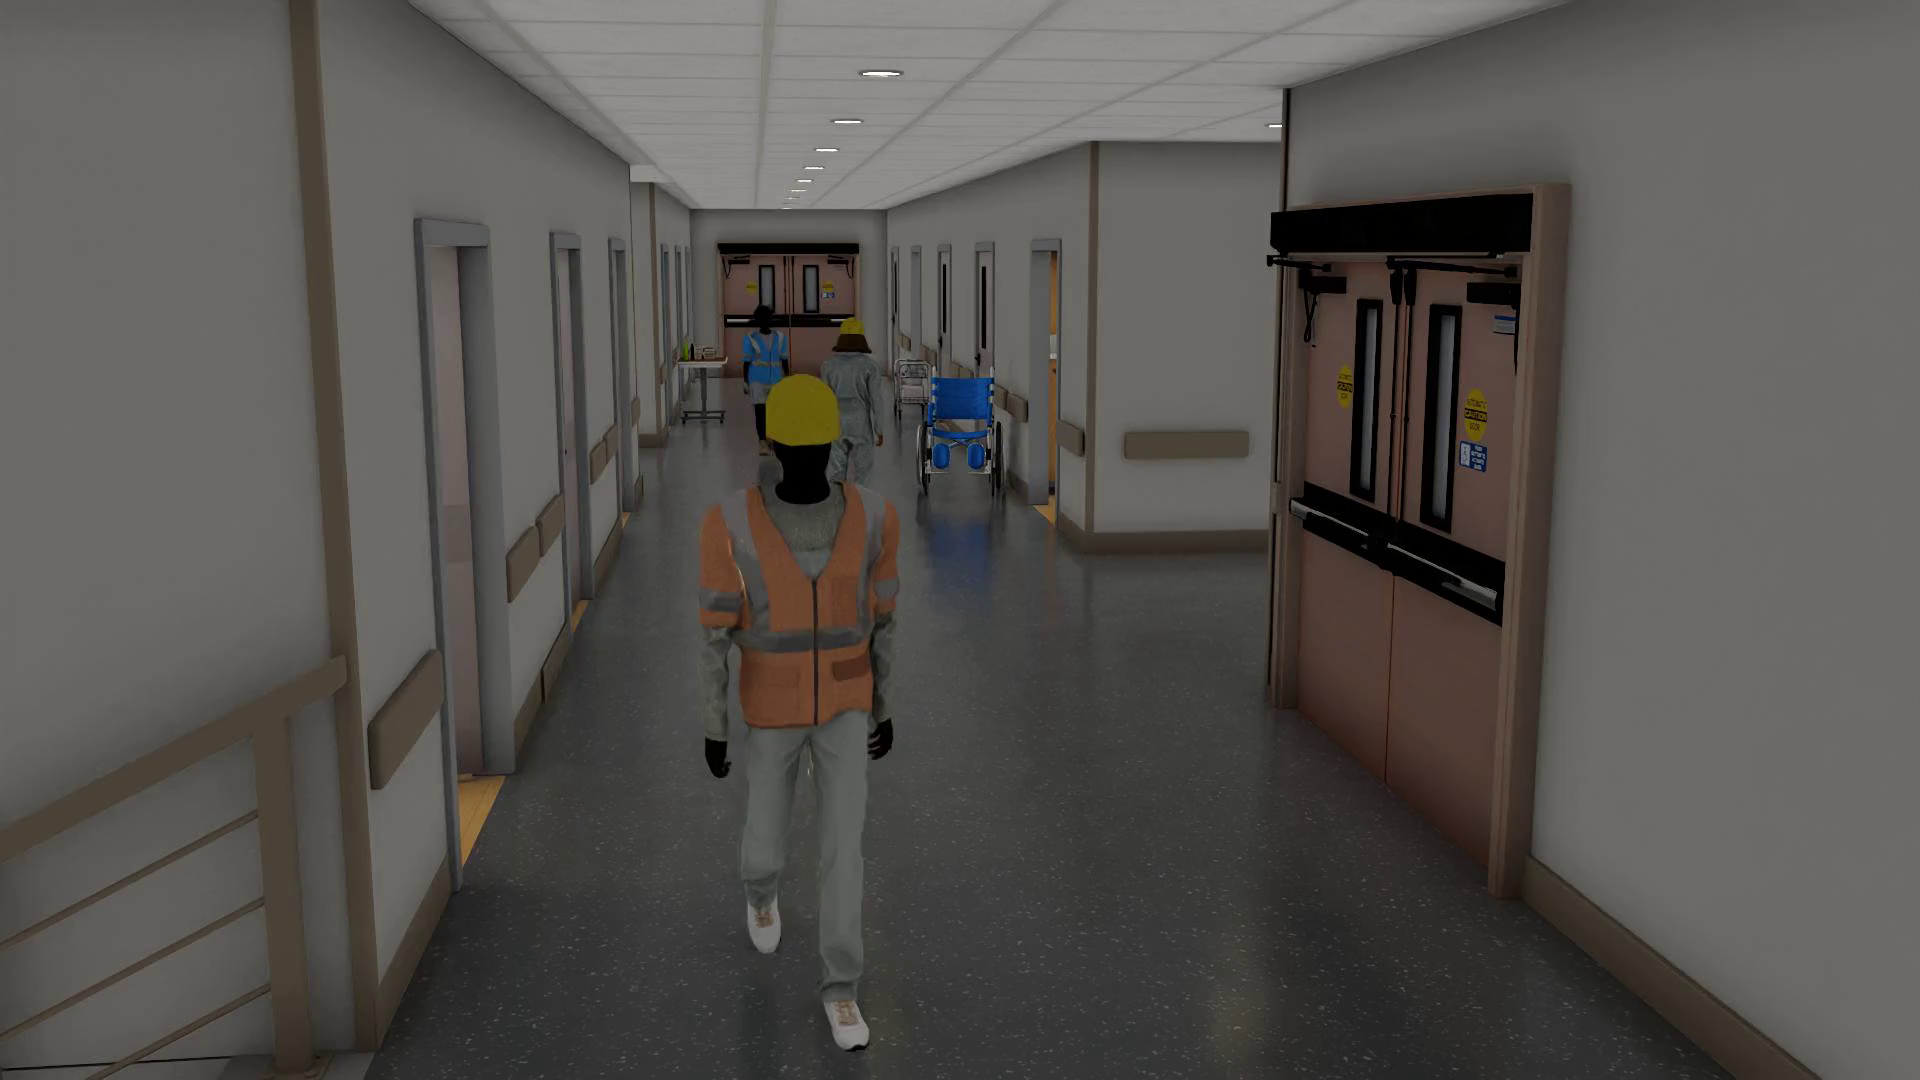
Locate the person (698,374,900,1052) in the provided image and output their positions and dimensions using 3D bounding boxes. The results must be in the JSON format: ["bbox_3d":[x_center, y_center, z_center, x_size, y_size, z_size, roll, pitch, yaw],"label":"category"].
[{"bbox_3d":[-0.483,0.442,4.915,0.598,1.897,0.887,-3,10,-16],"label":"person"}]

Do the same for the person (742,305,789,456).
[{"bbox_3d":[-2.194,-1.785,18.550,0.565,1.664,0.559,-6,11,-30],"label":"person"}]

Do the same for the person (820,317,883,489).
[{"bbox_3d":[-0.846,-0.873,13.040,0.506,1.730,0.404,2,10,10],"label":"person"}]
